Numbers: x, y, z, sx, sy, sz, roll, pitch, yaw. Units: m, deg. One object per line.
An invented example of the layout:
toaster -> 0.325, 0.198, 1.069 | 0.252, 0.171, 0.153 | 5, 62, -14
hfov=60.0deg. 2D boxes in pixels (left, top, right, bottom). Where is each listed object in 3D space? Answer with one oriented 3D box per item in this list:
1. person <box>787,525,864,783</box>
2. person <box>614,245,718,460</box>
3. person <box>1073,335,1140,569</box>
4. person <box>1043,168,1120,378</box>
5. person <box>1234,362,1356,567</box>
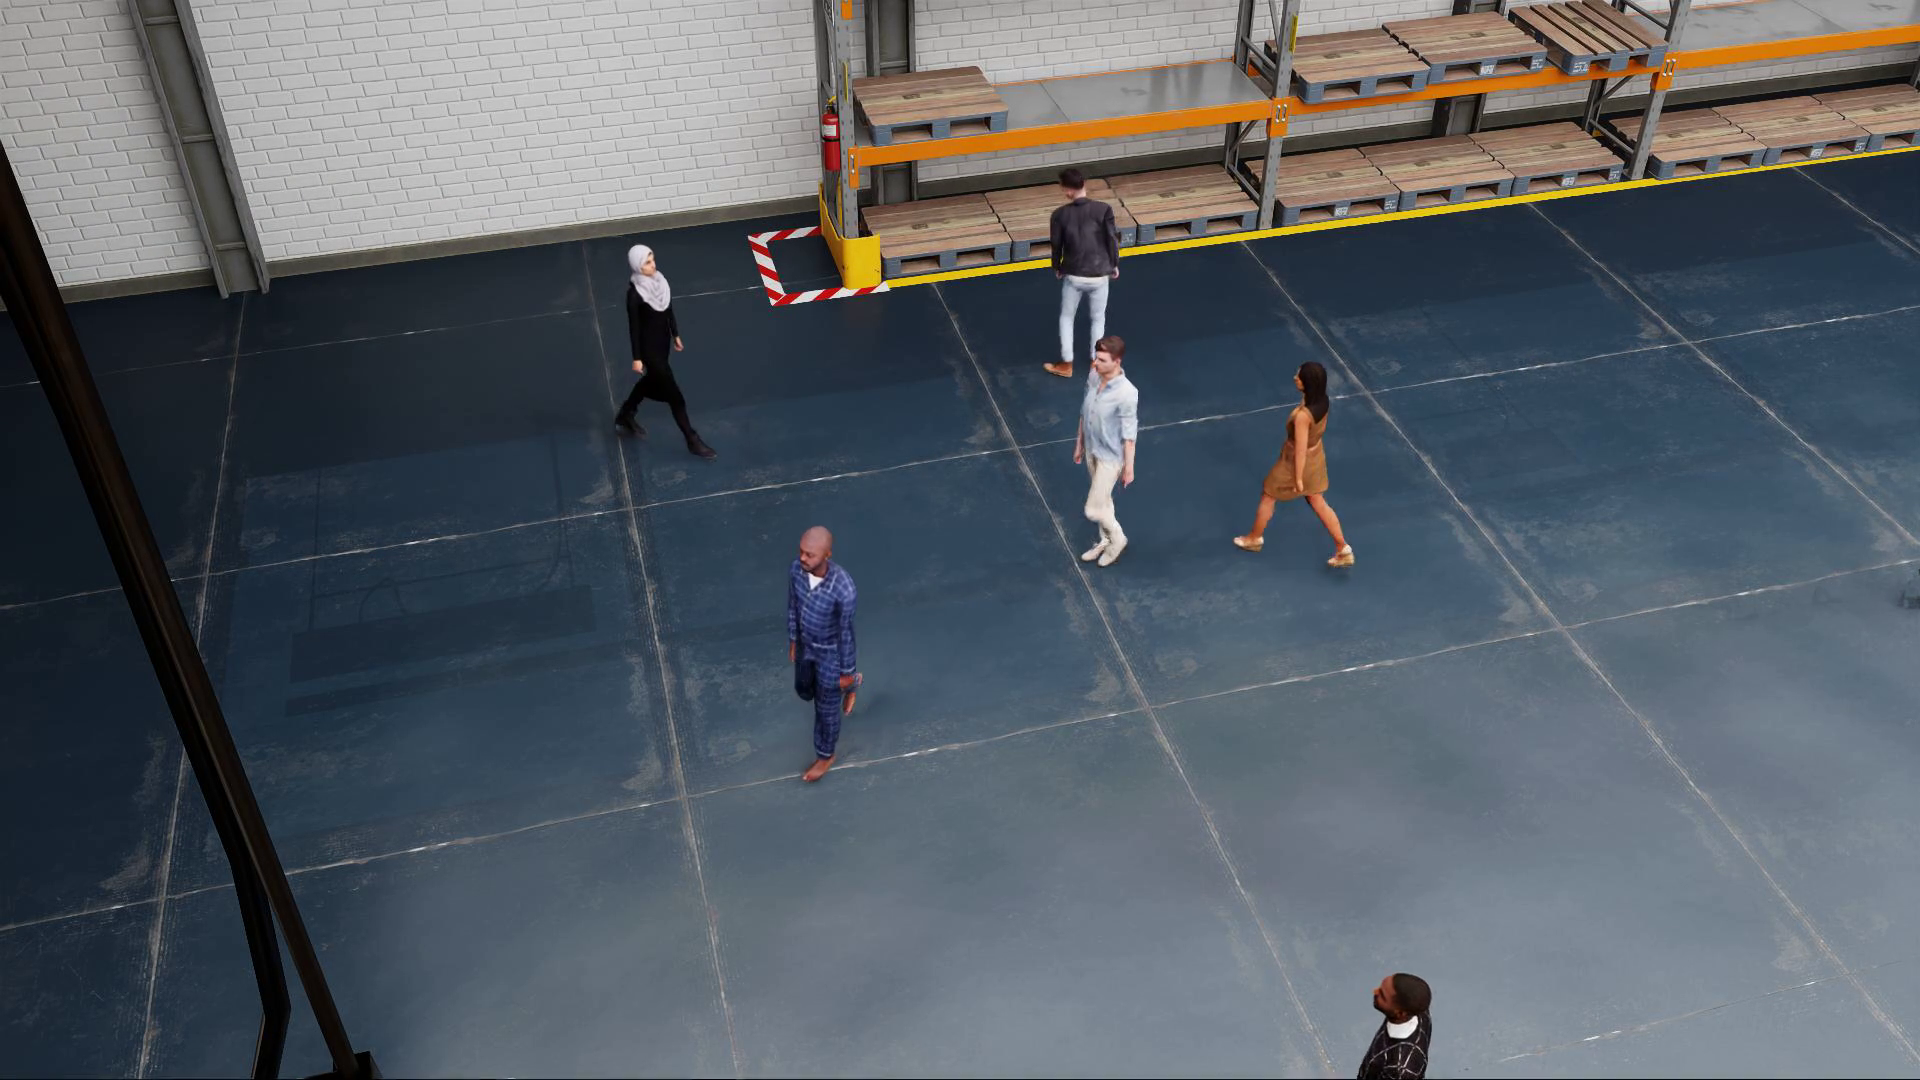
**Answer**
person -> -0.763, 0.598, 9.923 | 0.984, 1.800, 1.091 | 27, 46, 30
person -> -2.365, -1.424, 12.506 | 1.209, 1.735, 1.061 | 15, 41, 18
person -> 1.080, -0.617, 11.414 | 0.701, 1.838, 0.715 | -18, 42, -21
person -> 1.060, -2.097, 13.299 | 0.669, 1.798, 0.921 | 13, 40, 15
person -> 2.416, -0.474, 11.385 | 1.086, 1.651, 1.054 | 22, 43, 25
